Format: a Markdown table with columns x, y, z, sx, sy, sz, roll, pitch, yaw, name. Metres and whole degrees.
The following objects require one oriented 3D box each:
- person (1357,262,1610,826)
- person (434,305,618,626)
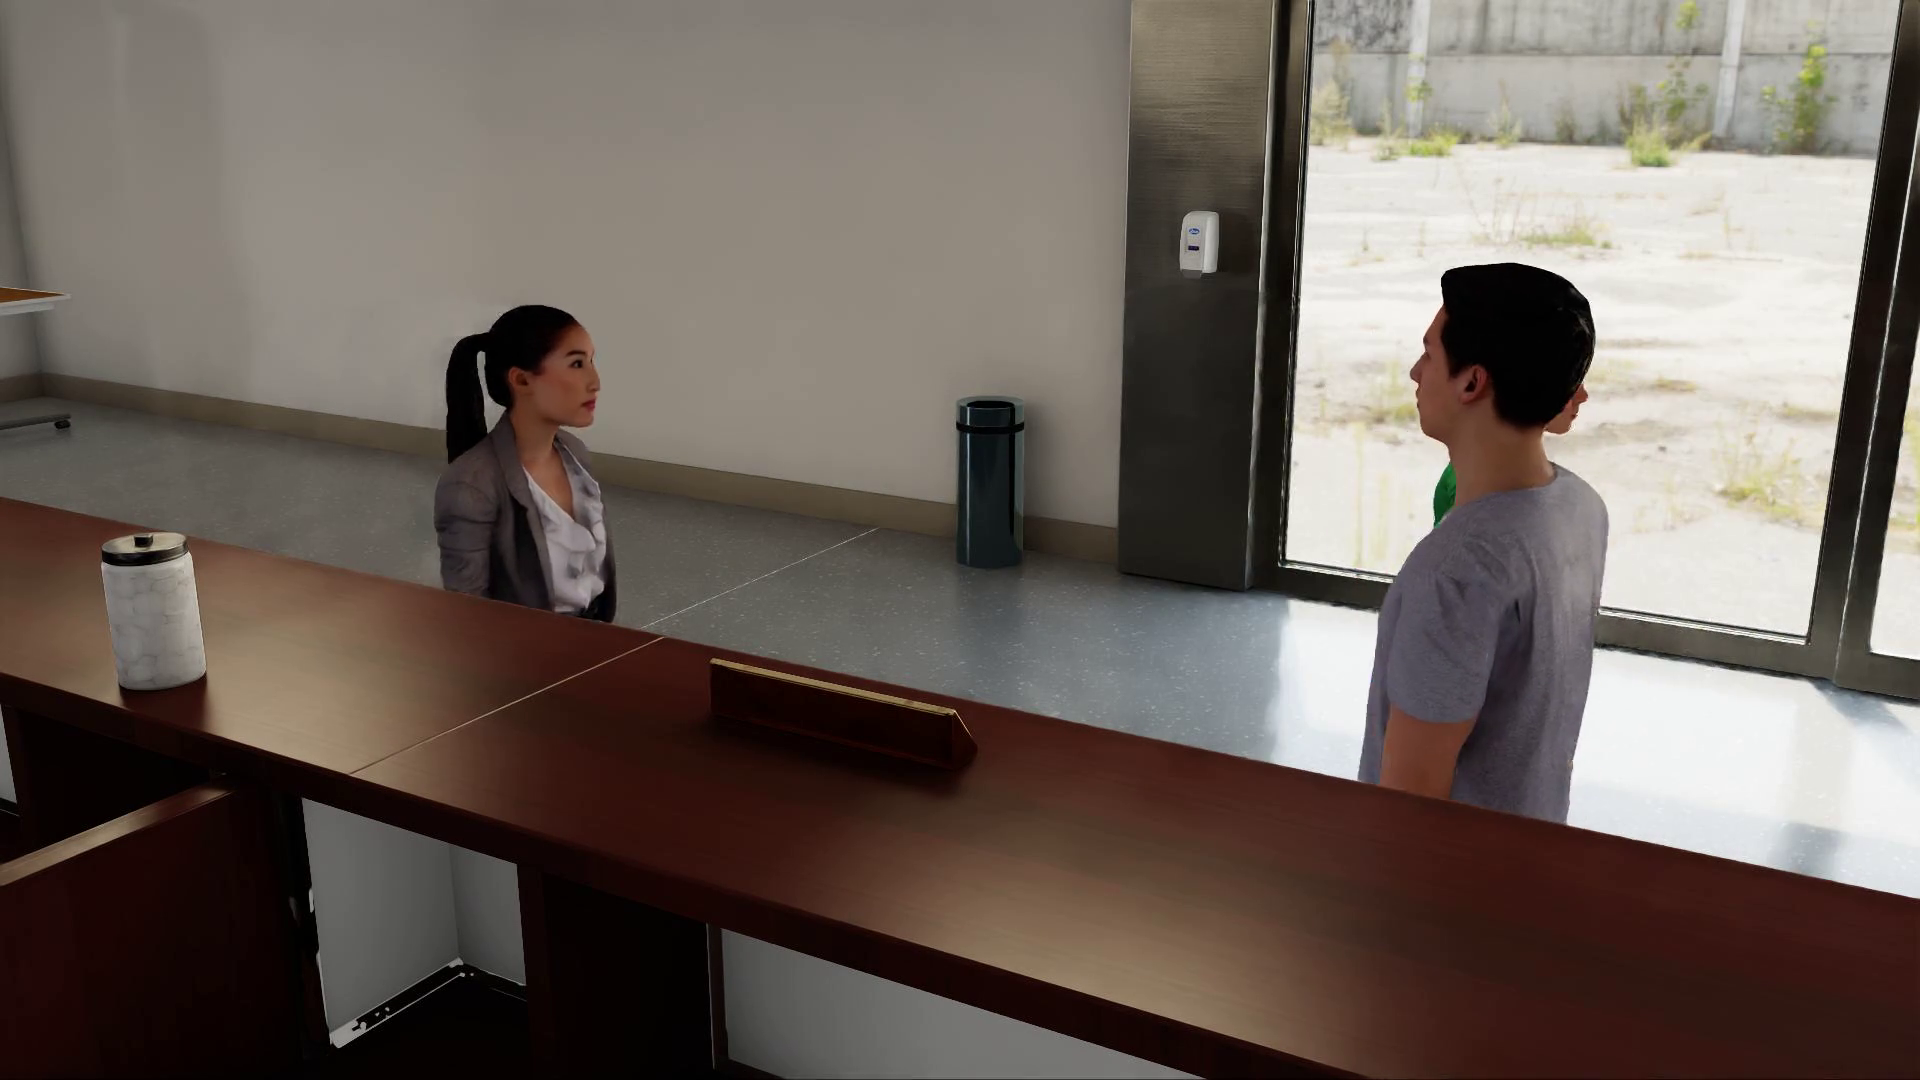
| x | y | z | sx | sy | sz | roll | pitch | yaw | name |
| --- | --- | --- | --- | --- | --- | --- | --- | --- | --- |
| 0.784 | 0.561 | 2.343 | 0.752 | 1.852 | 0.708 | 11 | 19 | 35 | person |
| -0.967 | 0.348 | 3.451 | 0.795 | 1.662 | 0.795 | 6 | 17 | 20 | person |
